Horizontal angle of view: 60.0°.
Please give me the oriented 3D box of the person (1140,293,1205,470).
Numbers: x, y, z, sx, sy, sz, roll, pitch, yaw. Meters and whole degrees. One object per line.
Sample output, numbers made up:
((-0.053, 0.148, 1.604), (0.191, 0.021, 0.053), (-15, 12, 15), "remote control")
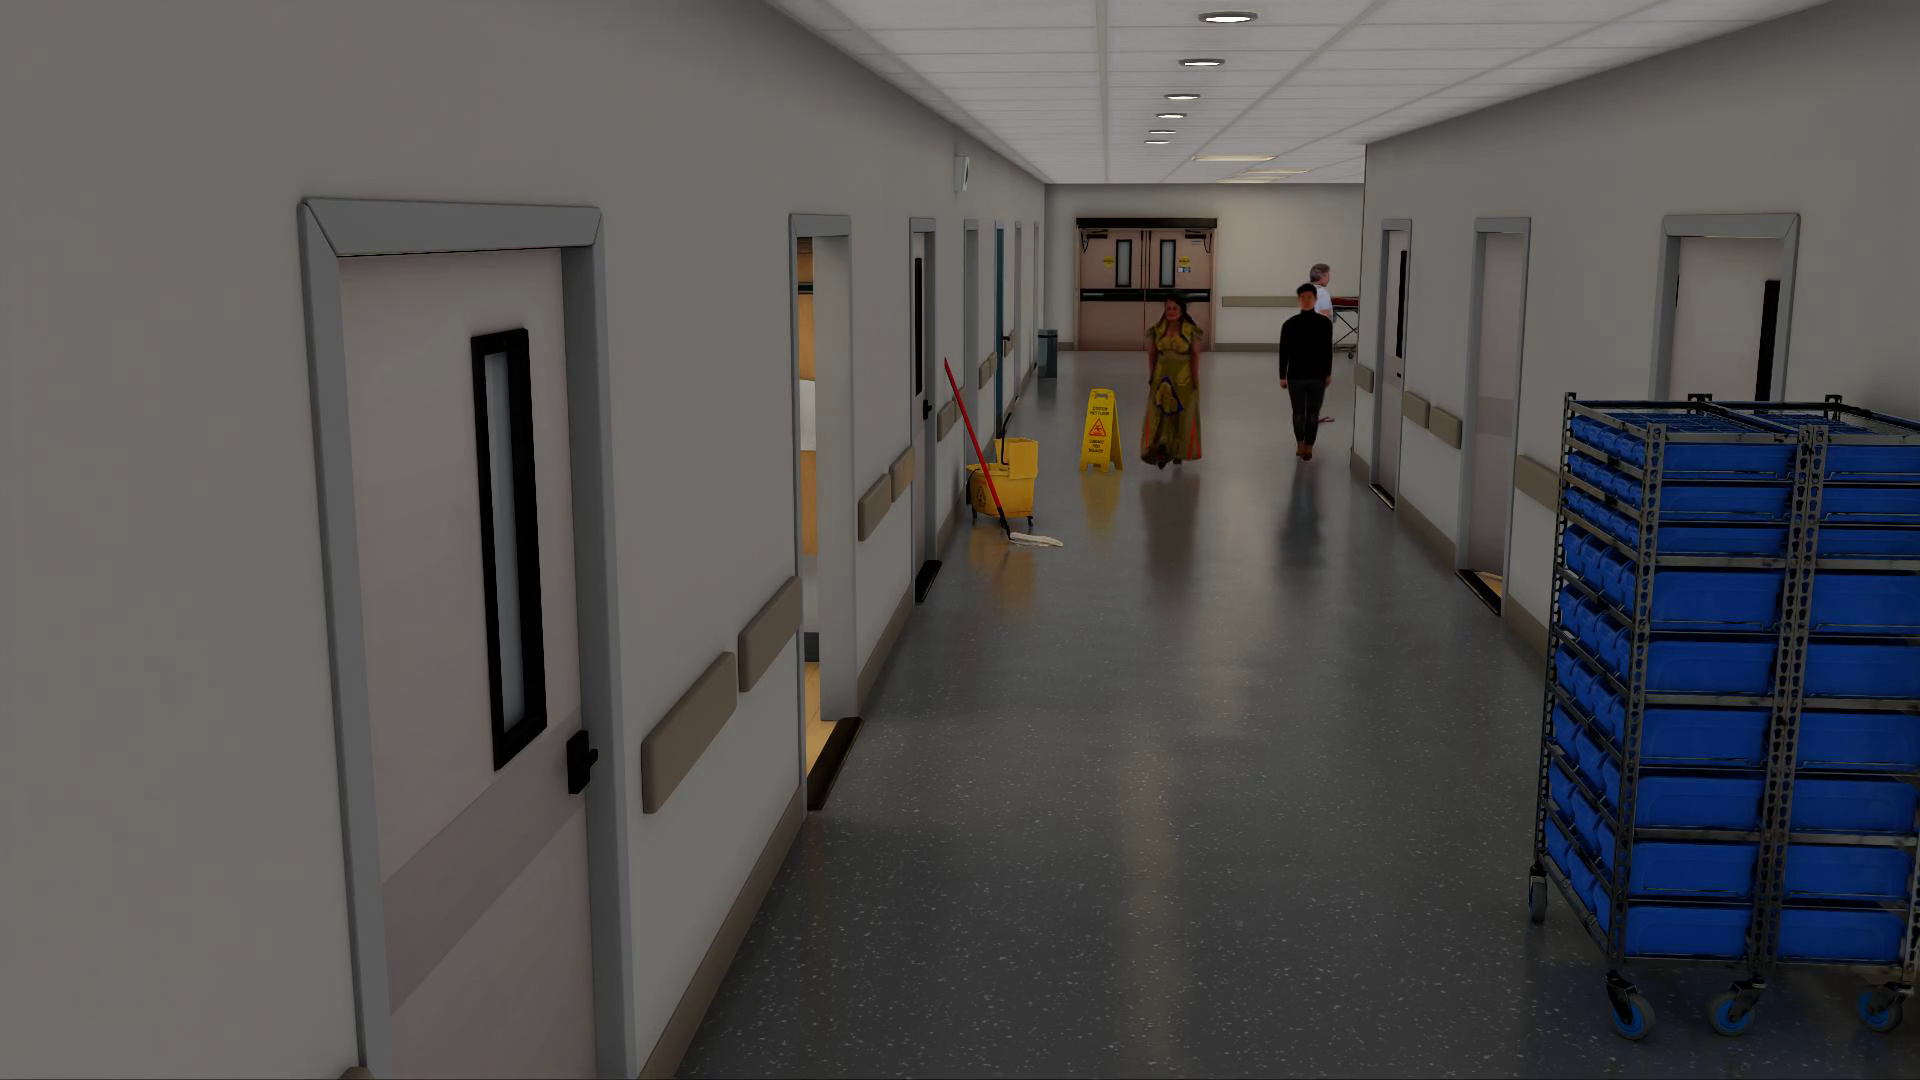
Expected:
((2.012, -1.461, 15.530), (0.757, 1.611, 1.303), (1, 11, 8), "person")

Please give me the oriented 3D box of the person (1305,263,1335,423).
((4.146, -2.311, 19.422), (0.794, 1.829, 0.644), (-3, 11, -18), "person")

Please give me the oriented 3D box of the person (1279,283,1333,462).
((3.361, -1.609, 16.121), (0.759, 1.681, 1.115), (2, 11, 13), "person")
